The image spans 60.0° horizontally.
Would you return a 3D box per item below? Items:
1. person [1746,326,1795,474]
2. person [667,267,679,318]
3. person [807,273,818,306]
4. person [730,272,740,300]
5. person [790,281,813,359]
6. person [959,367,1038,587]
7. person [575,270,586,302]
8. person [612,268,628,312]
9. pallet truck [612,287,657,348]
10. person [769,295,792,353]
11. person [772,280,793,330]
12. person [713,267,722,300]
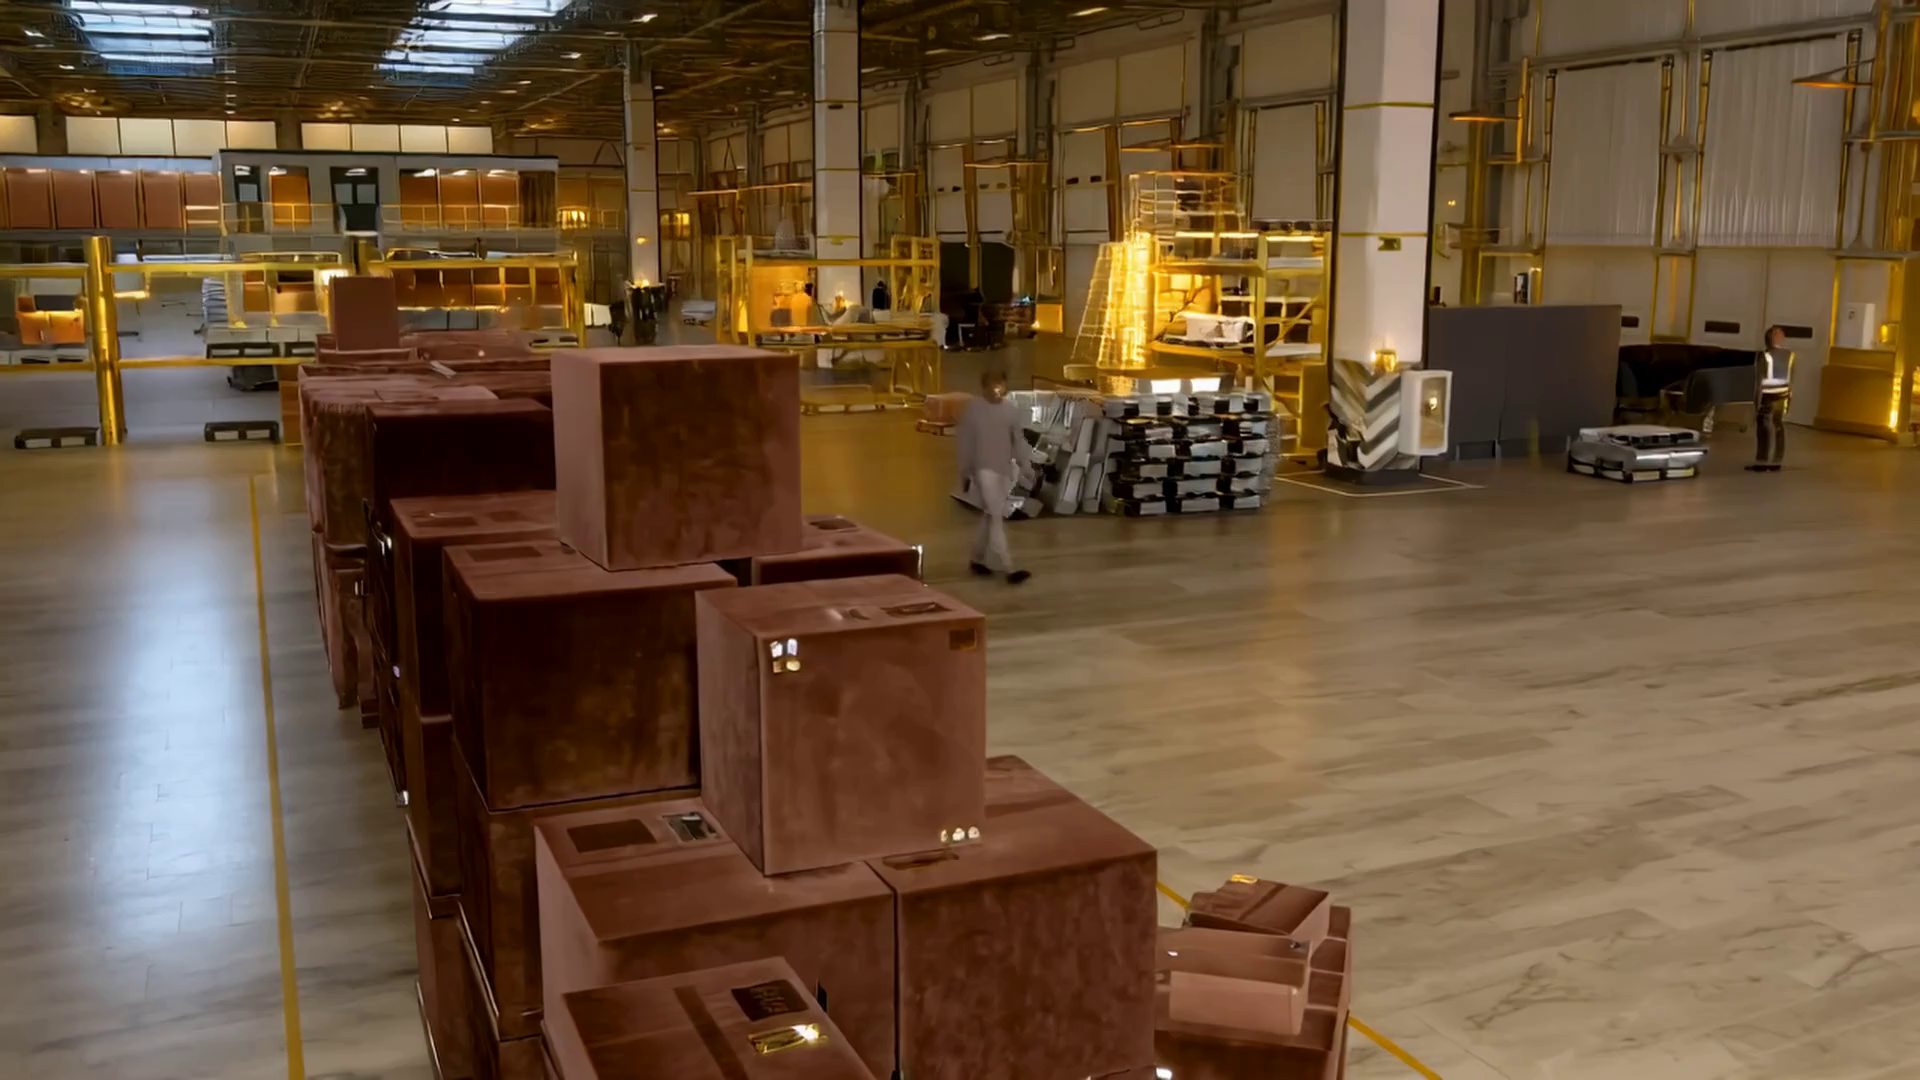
[{"bbox_3d":[10.369,-1.787,21.282,0.584,1.882,0.337,-3,11,-18],"label":"person"},{"bbox_3d":[-10.901,-9.391,63.095,0.547,1.922,0.397,7,12,33],"label":"person"},{"bbox_3d":[-4.562,-7.525,52.877,0.583,1.901,0.596,0,10,2],"label":"person"},{"bbox_3d":[-9.231,-10.239,68.381,0.540,1.695,0.317,-4,11,-23],"label":"person"},{"bbox_3d":[-3.921,-5.390,40.956,0.610,1.961,0.984,1,10,6],"label":"person"},{"bbox_3d":[0.345,-0.554,14.479,0.635,1.884,1.014,-9,13,-39],"label":"person"},{"bbox_3d":[-15.388,-10.096,67.404,0.310,1.768,0.533,7,13,34],"label":"person"},{"bbox_3d":[-13.796,-10.159,67.668,0.637,1.791,0.958,5,11,26],"label":"person"},{"bbox_3d":[-6.464,-4.406,35.401,0.823,1.965,1.885,6,12,32],"label":"pallet truck"},{"bbox_3d":[-3.796,-4.176,34.604,0.946,1.822,0.555,9,14,42],"label":"person"},{"bbox_3d":[-5.077,-6.522,47.523,0.633,1.817,0.658,5,11,23],"label":"person"},{"bbox_3d":[-11.929,-12.791,81.759,0.408,1.942,0.616,7,12,32],"label":"person"}]
